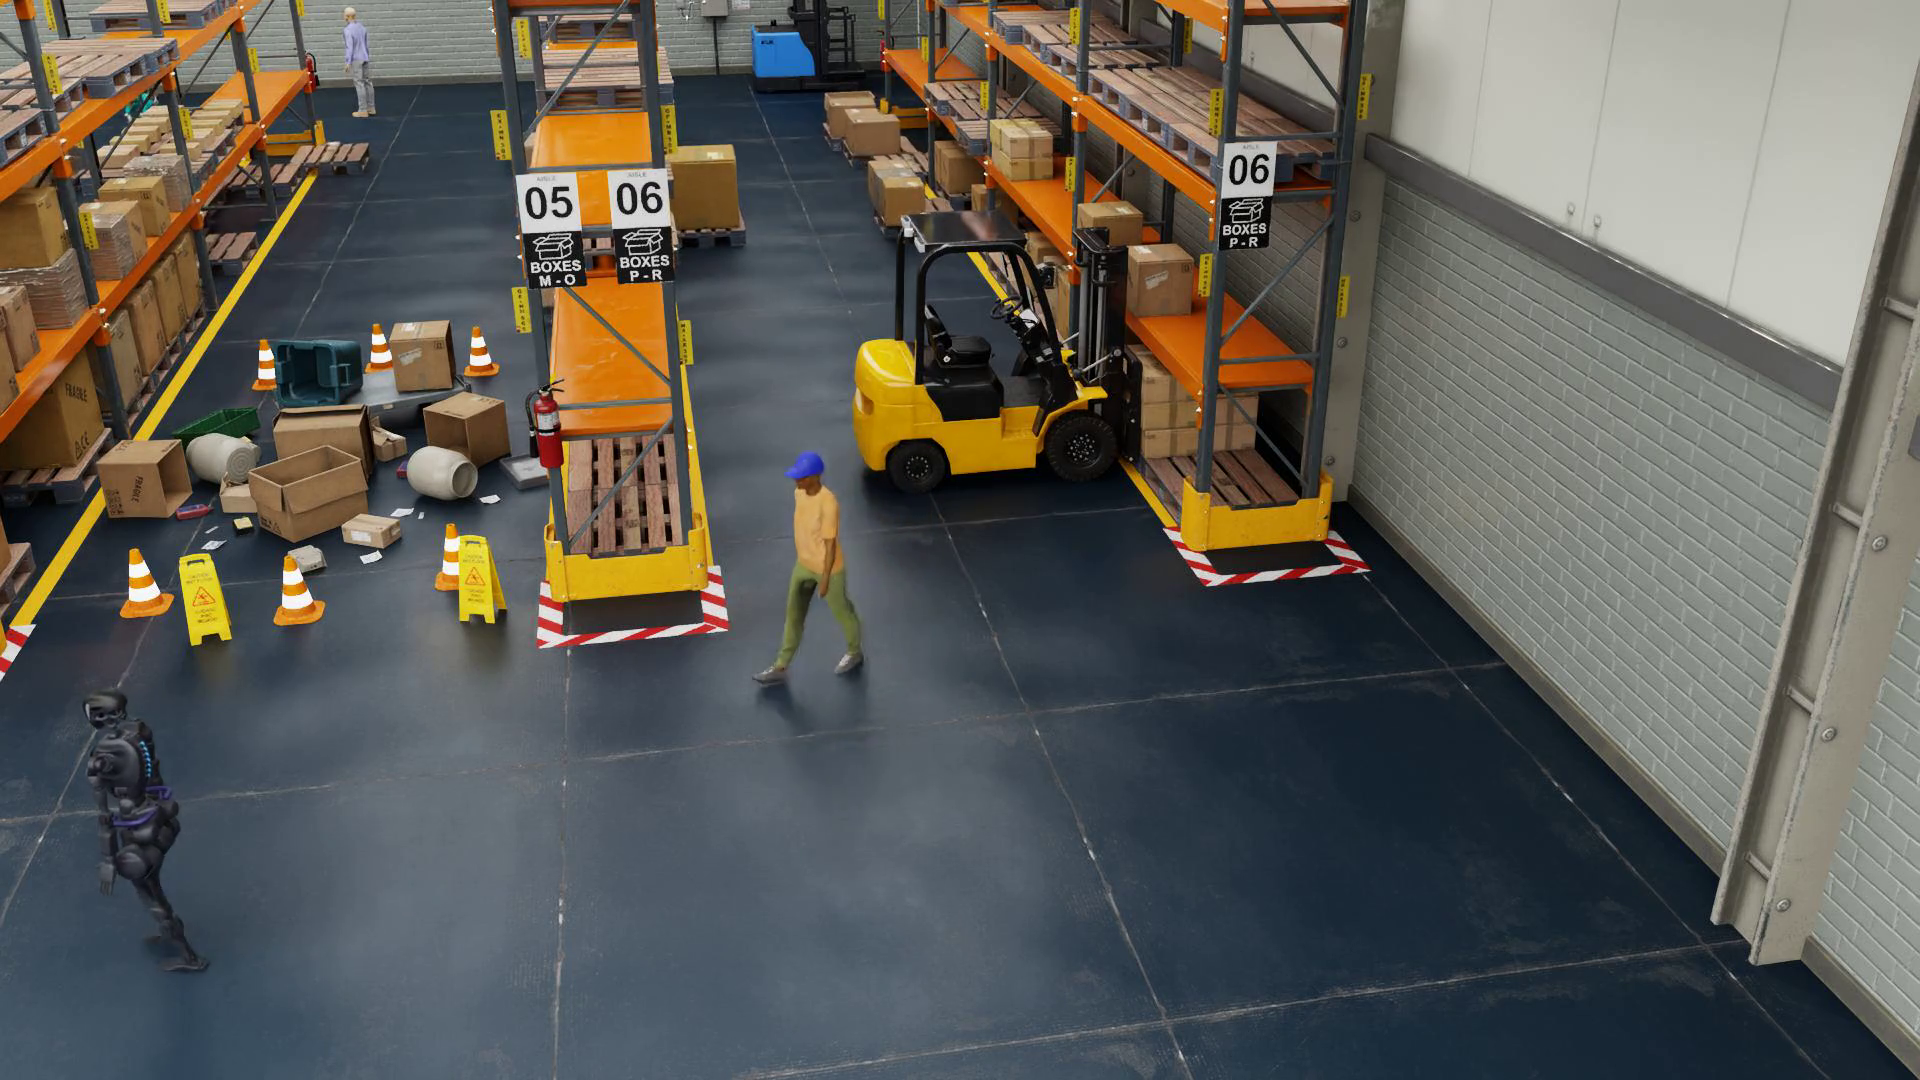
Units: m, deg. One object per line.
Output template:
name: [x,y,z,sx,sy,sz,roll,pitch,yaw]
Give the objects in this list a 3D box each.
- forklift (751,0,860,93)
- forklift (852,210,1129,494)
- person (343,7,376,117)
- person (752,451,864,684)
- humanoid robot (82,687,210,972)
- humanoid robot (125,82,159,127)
forklift: [-2.872,-9.679,30.288,1.873,2.768,1.129,-5,26,-10]
forklift: [0.216,-1.659,14.366,2.313,2.155,1.214,-5,26,-10]
person: [-10.220,-8.121,28.276,0.395,1.799,0.589,7,27,15]
person: [-1.013,0.206,11.071,0.873,1.676,0.498,-22,33,-38]
humanoid robot: [-4.174,1.483,8.424,0.449,1.645,0.609,1,26,2]
humanoid robot: [-12.785,-6.929,25.845,0.846,1.747,0.561,23,34,39]
